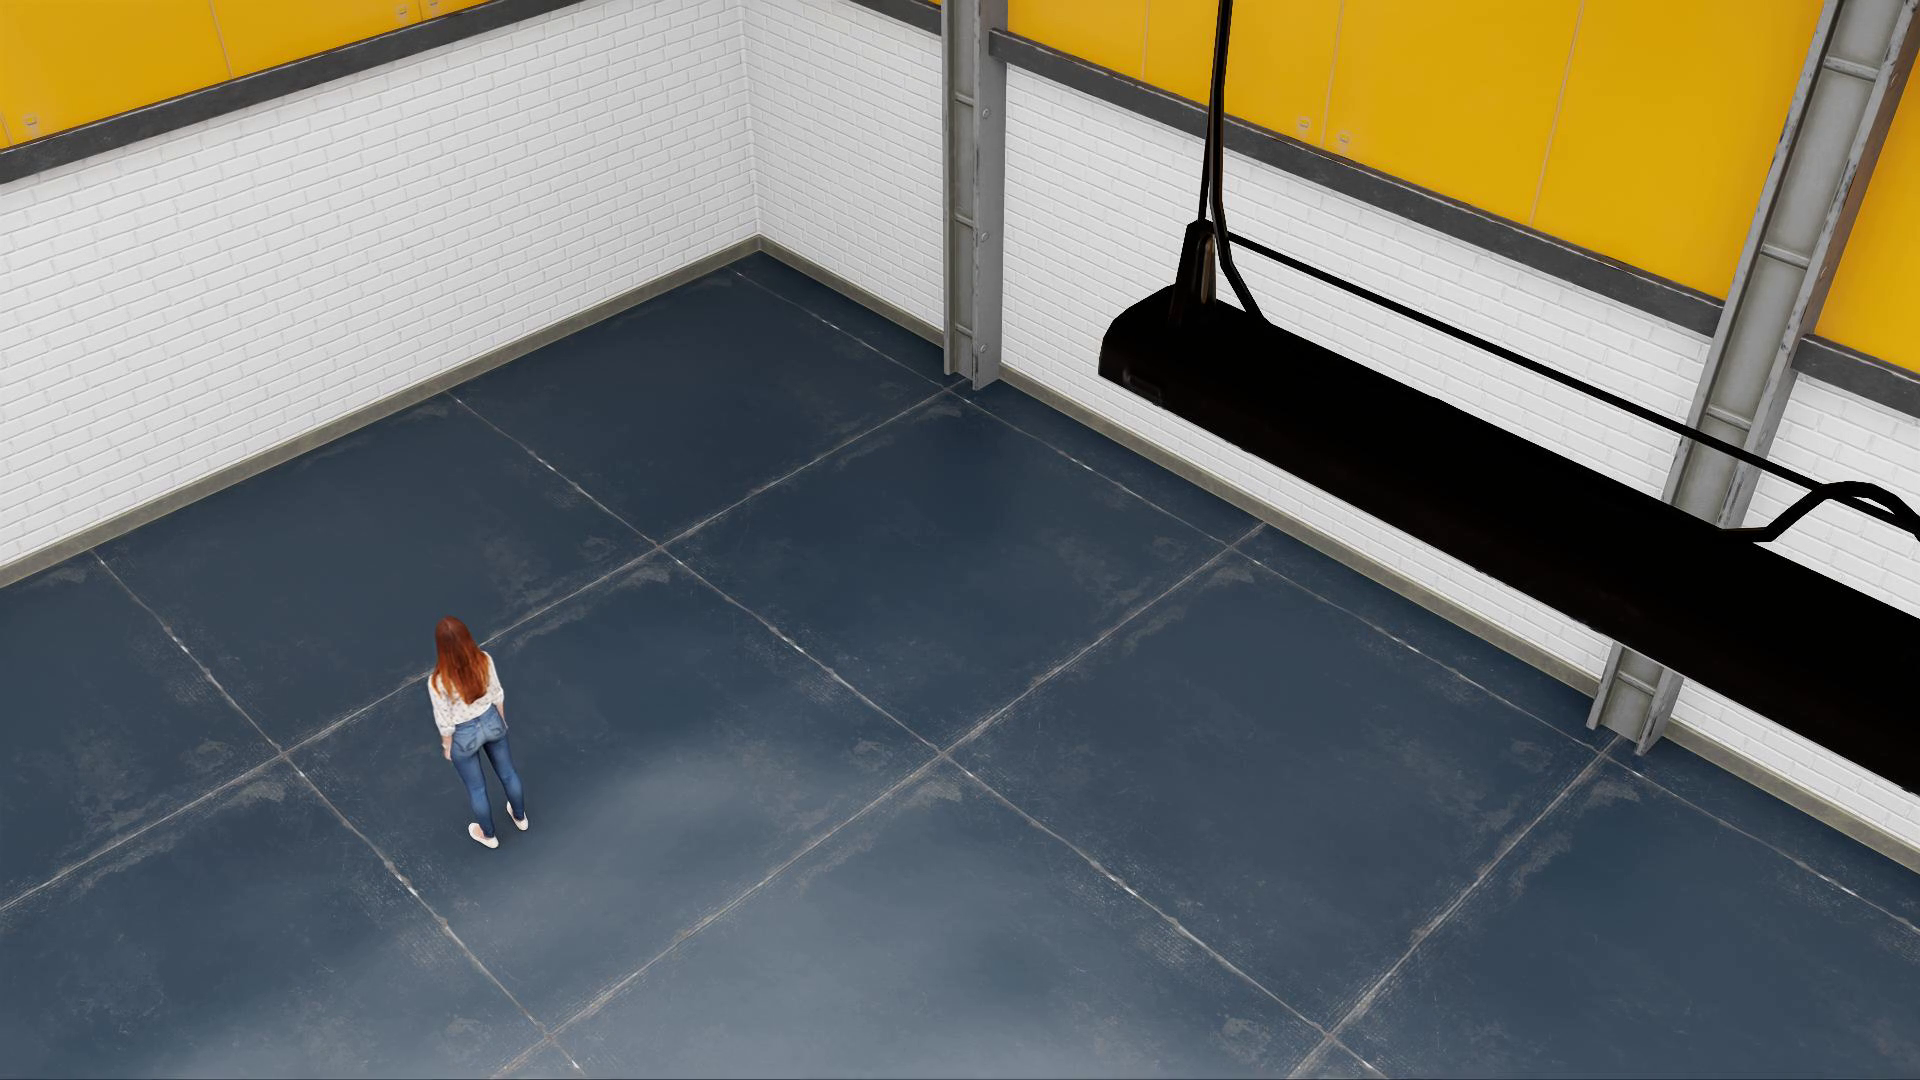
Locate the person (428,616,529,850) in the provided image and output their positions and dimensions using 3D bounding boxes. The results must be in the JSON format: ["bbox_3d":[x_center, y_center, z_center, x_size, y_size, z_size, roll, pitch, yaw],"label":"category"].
[{"bbox_3d":[-2.804,1.107,9.644,0.577,1.728,0.514,-30,47,-32],"label":"person"}]
